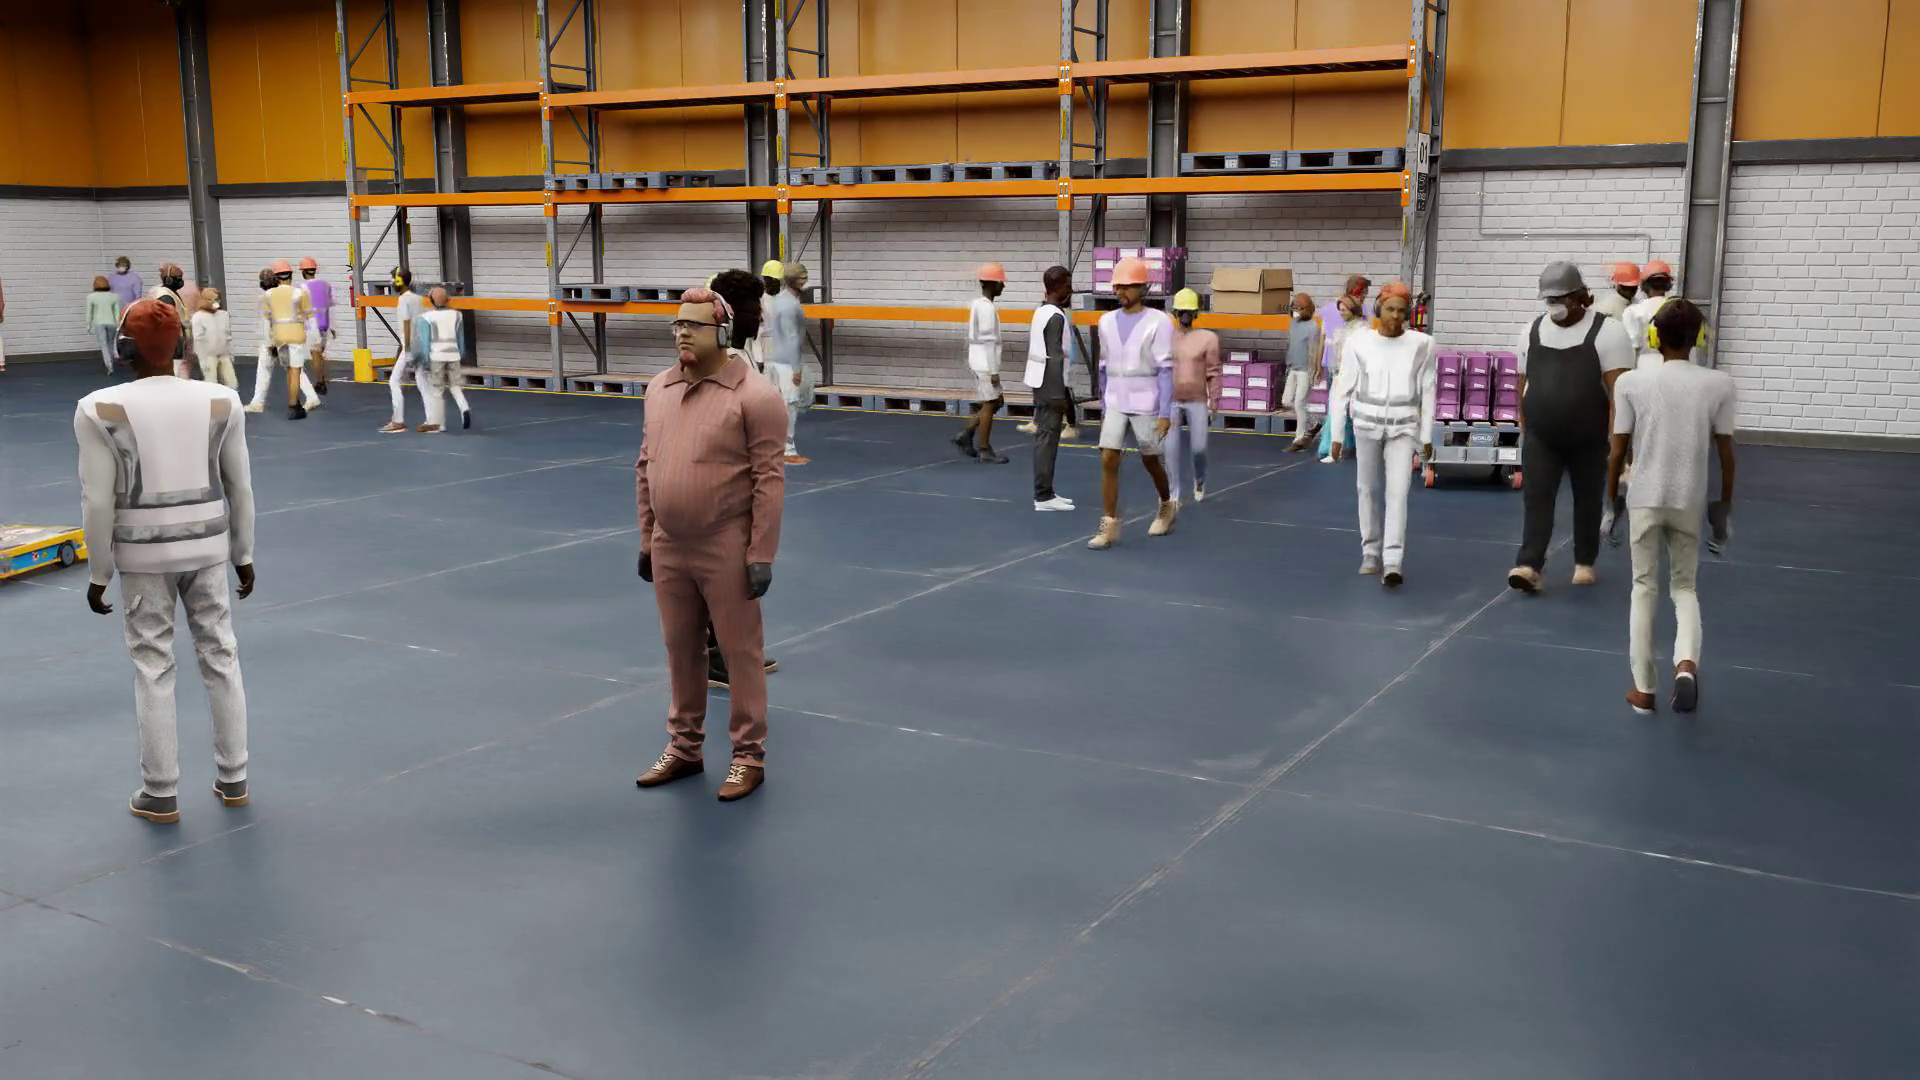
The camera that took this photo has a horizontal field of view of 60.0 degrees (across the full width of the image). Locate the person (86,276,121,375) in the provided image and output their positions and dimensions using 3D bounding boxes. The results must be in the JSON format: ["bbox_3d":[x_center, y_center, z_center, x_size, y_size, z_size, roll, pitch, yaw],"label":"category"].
[{"bbox_3d":[-13.829,-3.469,26.900,0.505,1.601,0.801,-7,12,-35],"label":"person"}]

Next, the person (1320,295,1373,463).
[{"bbox_3d":[3.786,-1.540,15.940,0.644,1.614,0.524,-6,12,-33],"label":"person"}]

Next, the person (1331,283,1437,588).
[{"bbox_3d":[2.584,-0.632,10.167,0.614,1.823,0.974,2,10,13],"label":"person"}]

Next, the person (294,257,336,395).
[{"bbox_3d":[-9.076,-2.990,23.260,0.606,1.917,0.580,7,12,36],"label":"person"}]

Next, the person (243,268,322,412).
[{"bbox_3d":[-8.504,-2.491,20.801,0.962,1.801,0.646,1,10,4],"label":"person"}]

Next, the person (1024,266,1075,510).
[{"bbox_3d":[0.713,-1.186,13.087,0.409,1.915,0.605,-1,10,-5],"label":"person"}]

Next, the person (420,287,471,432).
[{"bbox_3d":[-5.710,-1.995,18.452,0.526,1.624,0.532,-9,13,-41],"label":"person"}]

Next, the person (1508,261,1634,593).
[{"bbox_3d":[3.613,-0.692,9.915,0.703,2.000,1.039,6,12,31],"label":"person"}]

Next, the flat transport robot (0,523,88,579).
[{"bbox_3d":[-6.099,0.100,10.436,0.652,0.197,1.431,1,10,5],"label":"flat transport robot"}]

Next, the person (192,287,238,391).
[{"bbox_3d":[-8.323,-2.015,18.607,0.353,1.613,0.524,6,11,29],"label":"person"}]

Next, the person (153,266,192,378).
[{"bbox_3d":[-9.510,-2.383,20.100,0.432,1.835,0.632,-3,11,-18],"label":"person"}]

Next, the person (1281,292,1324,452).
[{"bbox_3d":[3.465,-1.682,16.705,0.454,1.610,0.566,-3,11,-18],"label":"person"}]

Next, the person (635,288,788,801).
[{"bbox_3d":[-0.965,0.017,6.264,0.643,1.913,0.410,5,11,27],"label":"person"}]

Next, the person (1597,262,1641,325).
[{"bbox_3d":[6.105,-1.622,15.499,0.607,1.935,0.930,-5,11,-26],"label":"person"}]

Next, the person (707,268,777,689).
[{"bbox_3d":[-1.065,-0.288,7.840,0.367,1.962,0.612,1,10,8],"label":"person"}]

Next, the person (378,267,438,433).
[{"bbox_3d":[-6.163,-2.093,18.428,0.765,1.833,0.527,1,10,7],"label":"person"}]

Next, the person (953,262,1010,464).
[{"bbox_3d":[0.245,-1.665,15.759,0.458,1.920,0.558,-1,10,-5],"label":"person"}]

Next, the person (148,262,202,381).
[{"bbox_3d":[-10.120,-2.631,21.387,0.971,1.855,0.674,8,13,40],"label":"person"}]

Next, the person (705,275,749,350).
[{"bbox_3d":[-2.016,-1.340,14.206,0.431,1.818,0.623,-4,11,-22],"label":"person"}]

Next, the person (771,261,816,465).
[{"bbox_3d":[-1.564,-1.653,15.682,0.445,1.923,0.663,-1,10,-7],"label":"person"}]

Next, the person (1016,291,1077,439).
[{"bbox_3d":[0.917,-1.912,17.844,0.769,1.663,0.553,2,10,9],"label":"person"}]

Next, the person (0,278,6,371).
[{"bbox_3d":[-16.138,-3.773,27.497,0.391,1.991,0.613,9,13,41],"label":"person"}]

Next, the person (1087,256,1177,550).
[{"bbox_3d":[1.235,-0.965,11.578,0.618,2.005,1.003,7,12,35],"label":"person"}]

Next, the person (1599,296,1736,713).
[{"bbox_3d":[3.098,-0.125,7.278,0.516,1.849,0.487,2,10,13],"label":"person"}]

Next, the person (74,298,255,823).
[{"bbox_3d":[-2.845,0.076,6.008,0.584,1.883,0.347,-9,13,-41],"label":"person"}]

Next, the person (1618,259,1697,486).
[{"bbox_3d":[5.870,-1.364,13.918,0.634,1.978,1.101,0,10,3],"label":"person"}]

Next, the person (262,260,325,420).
[{"bbox_3d":[-8.020,-2.415,20.072,0.610,1.894,0.774,1,10,4],"label":"person"}]

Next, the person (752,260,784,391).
[{"bbox_3d":[-1.947,-1.915,17.169,0.384,1.924,0.589,4,11,21],"label":"person"}]

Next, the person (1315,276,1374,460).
[{"bbox_3d":[3.768,-1.666,16.171,0.981,1.778,0.564,-7,12,-35],"label":"person"}]

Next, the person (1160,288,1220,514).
[{"bbox_3d":[1.754,-1.084,12.958,0.535,1.753,0.595,2,10,11],"label":"person"}]

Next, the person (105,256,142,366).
[{"bbox_3d":[-14.565,-3.983,28.973,0.658,1.887,0.897,-2,10,-8],"label":"person"}]
